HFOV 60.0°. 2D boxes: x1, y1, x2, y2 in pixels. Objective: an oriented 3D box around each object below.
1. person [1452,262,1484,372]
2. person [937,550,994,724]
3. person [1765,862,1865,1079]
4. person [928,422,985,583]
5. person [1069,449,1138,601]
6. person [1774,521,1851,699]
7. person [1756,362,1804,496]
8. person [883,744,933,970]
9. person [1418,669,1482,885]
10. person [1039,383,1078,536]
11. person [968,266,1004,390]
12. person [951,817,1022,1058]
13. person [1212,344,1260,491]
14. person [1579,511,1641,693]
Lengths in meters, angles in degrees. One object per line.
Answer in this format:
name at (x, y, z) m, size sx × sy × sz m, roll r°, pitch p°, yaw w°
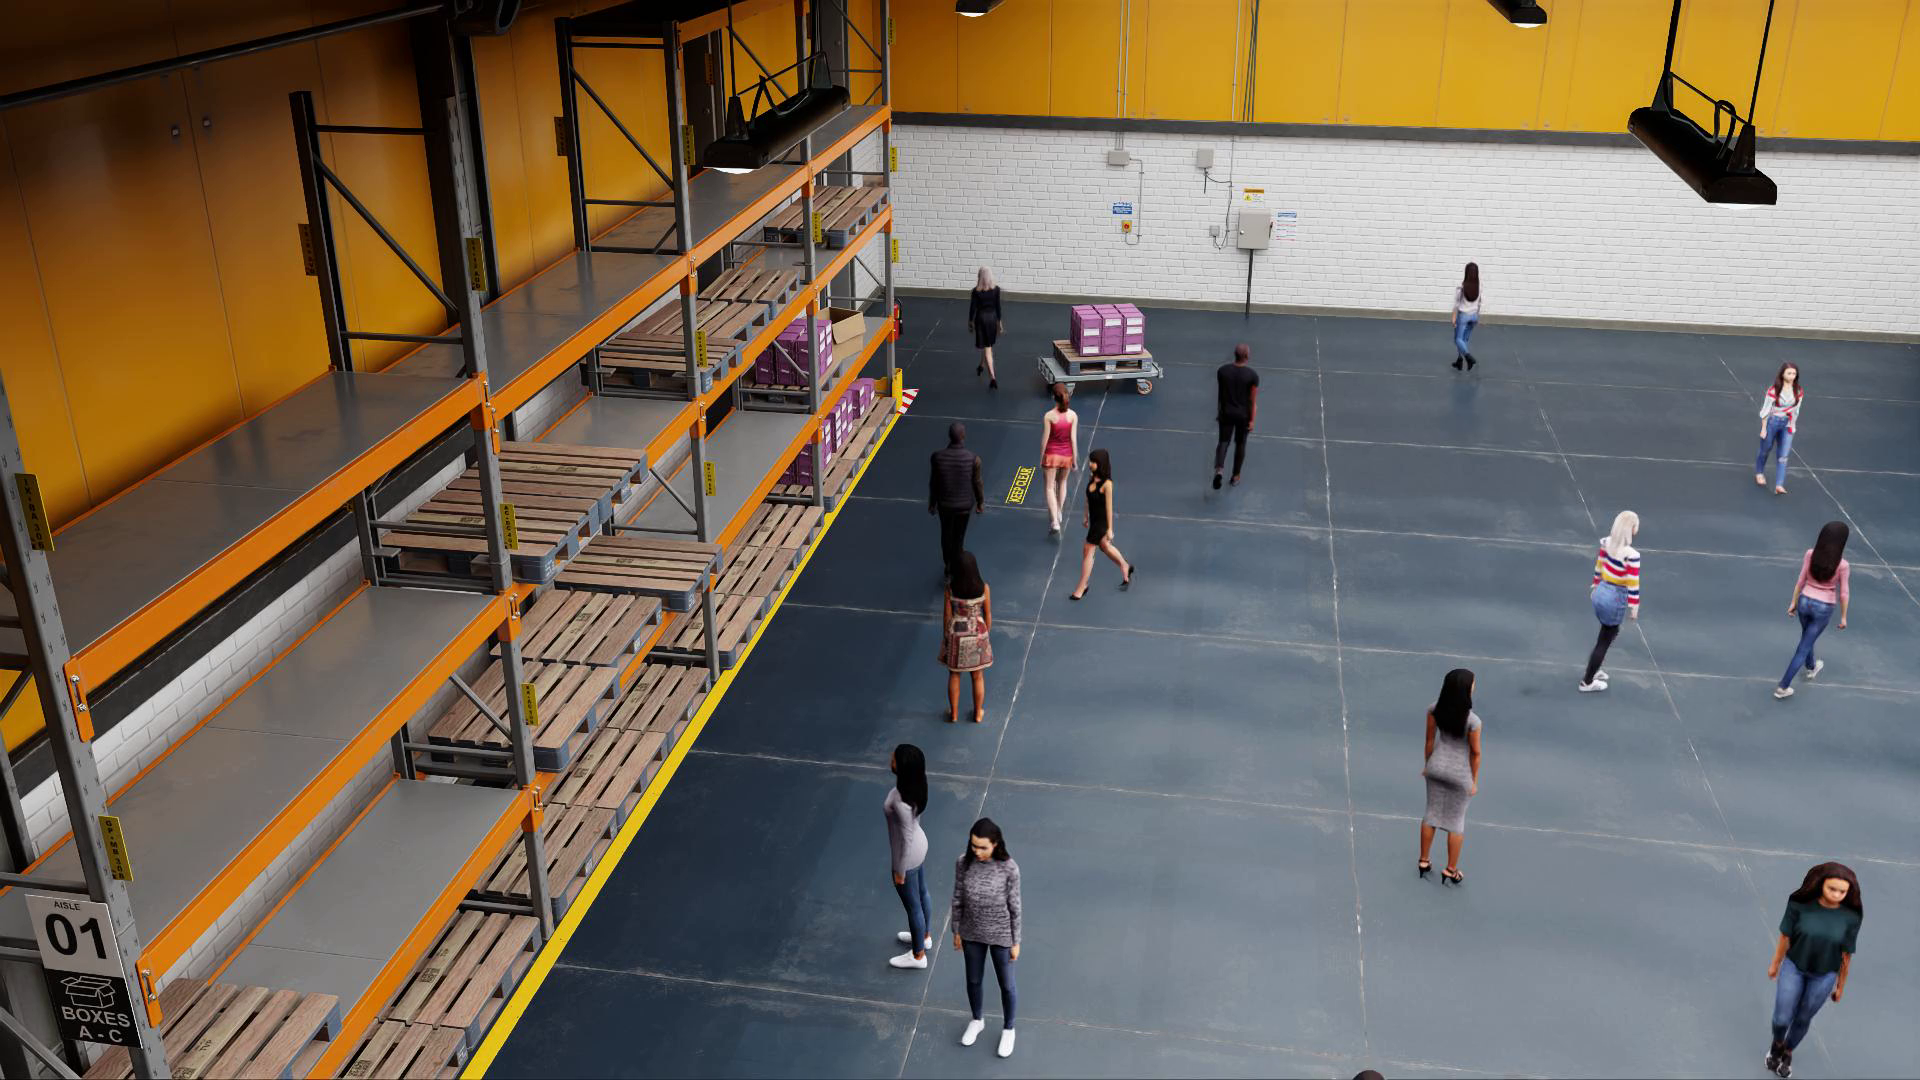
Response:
person at (7.364, -3.186, 24.044) m, size 0.834 × 1.614 × 0.990 m, roll -6°, pitch 24°, yaw -14°
person at (0.054, 0.858, 14.755) m, size 0.703 × 1.644 × 0.621 m, roll -2°, pitch 24°, yaw -4°
person at (5.403, 2.698, 10.595) m, size 0.660 × 1.604 × 0.680 m, roll 10°, pitch 26°, yaw 22°
person at (-0.072, -0.312, 17.214) m, size 0.713 × 1.819 × 0.744 m, roll 4°, pitch 24°, yaw 9°
person at (1.513, -0.167, 17.133) m, size 1.000 × 1.618 × 1.057 m, roll -9°, pitch 25°, yaw -20°
person at (7.723, 0.665, 15.116) m, size 1.099 × 1.709 × 1.023 m, roll -17°, pitch 29°, yaw -33°
person at (9.765, -1.369, 19.936) m, size 0.610 × 1.575 × 1.003 m, roll 4°, pitch 24°, yaw 8°
person at (-0.339, 2.193, 11.588) m, size 0.672 × 1.734 × 0.467 m, roll 5°, pitch 24°, yaw 11°
person at (3.669, 1.778, 12.479) m, size 0.664 × 1.780 × 0.680 m, roll 20°, pitch 30°, yaw 37°
person at (1.104, -0.886, 18.644) m, size 0.813 × 1.725 × 1.108 m, roll -4°, pitch 24°, yaw -10°
person at (0.401, -2.958, 23.398) m, size 0.918 × 1.714 × 1.137 m, roll -7°, pitch 25°, yaw -16°
person at (0.190, 2.538, 10.804) m, size 0.644 × 1.731 × 0.577 m, roll 7°, pitch 25°, yaw 16°
person at (3.244, -1.445, 19.823) m, size 0.830 × 1.804 × 1.083 m, roll 11°, pitch 26°, yaw 23°
person at (5.876, 0.574, 15.216) m, size 0.831 × 1.796 × 0.721 m, roll -6°, pitch 24°, yaw -13°
